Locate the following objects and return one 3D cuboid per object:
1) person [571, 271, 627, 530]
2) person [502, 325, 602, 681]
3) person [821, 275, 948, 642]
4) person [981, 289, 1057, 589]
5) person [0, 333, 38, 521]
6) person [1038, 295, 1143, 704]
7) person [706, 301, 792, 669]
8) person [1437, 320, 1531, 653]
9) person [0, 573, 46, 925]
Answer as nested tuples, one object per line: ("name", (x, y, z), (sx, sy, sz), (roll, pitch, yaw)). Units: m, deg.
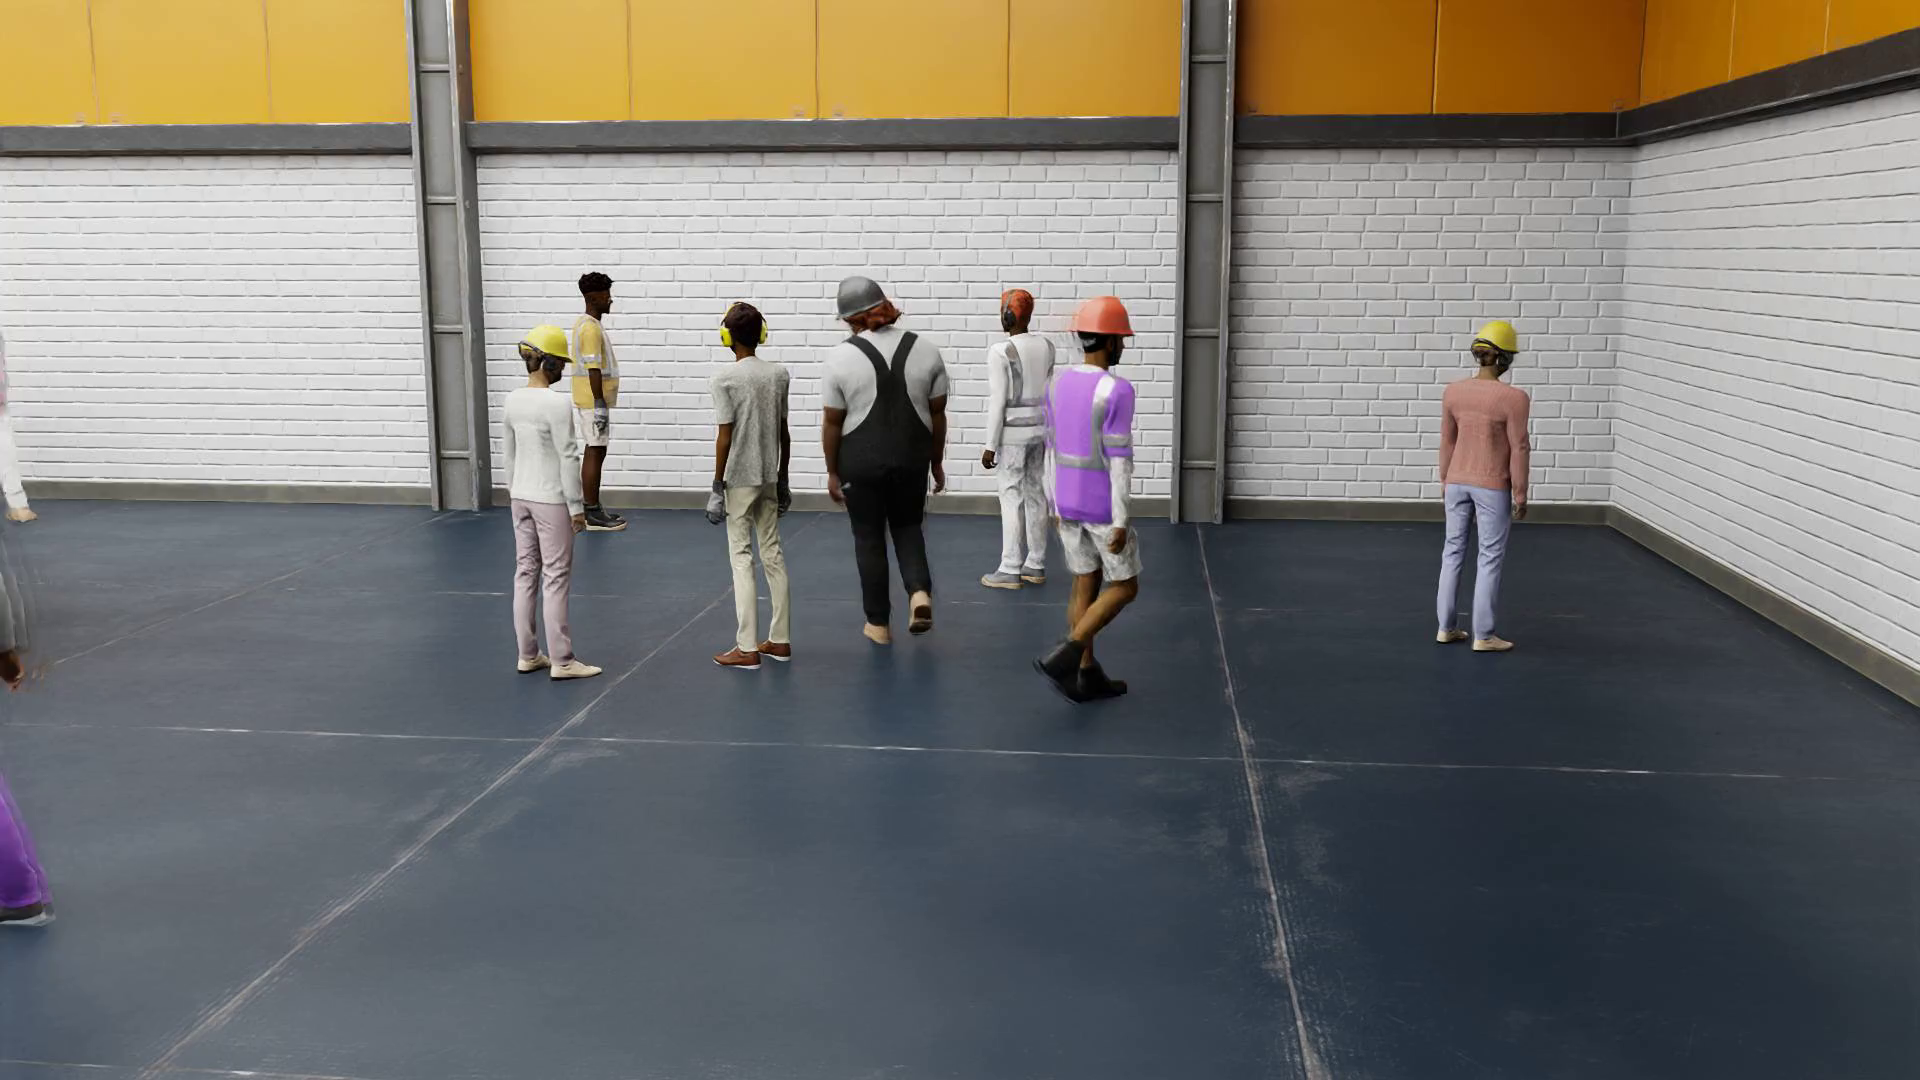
("person", (-2.770, -1.059, 12.687), (0.361, 1.964, 0.616), (-3, 10, -17))
("person", (-2.047, -0.183, 8.272), (0.523, 1.760, 0.334), (8, 13, 39))
("person", (-0.424, -0.447, 8.970), (0.704, 2.000, 0.563), (-3, 10, -17))
("person", (0.363, -0.634, 10.492), (0.355, 1.884, 0.576), (9, 13, 42))
("person", (-7.772, -1.032, 13.072), (0.965, 1.791, 0.625), (4, 11, 23))
("person", (0.582, -0.158, 7.672), (0.548, 1.924, 0.545), (-8, 13, -39))
("person", (-1.076, -0.275, 8.489), (0.310, 1.865, 0.532), (9, 13, 41))
("person", (2.783, -0.280, 8.836), (0.344, 1.758, 0.532), (-8, 13, -38))
("person", (-3.292, 0.388, 5.170), (0.830, 1.693, 0.598), (1, 10, 4))
